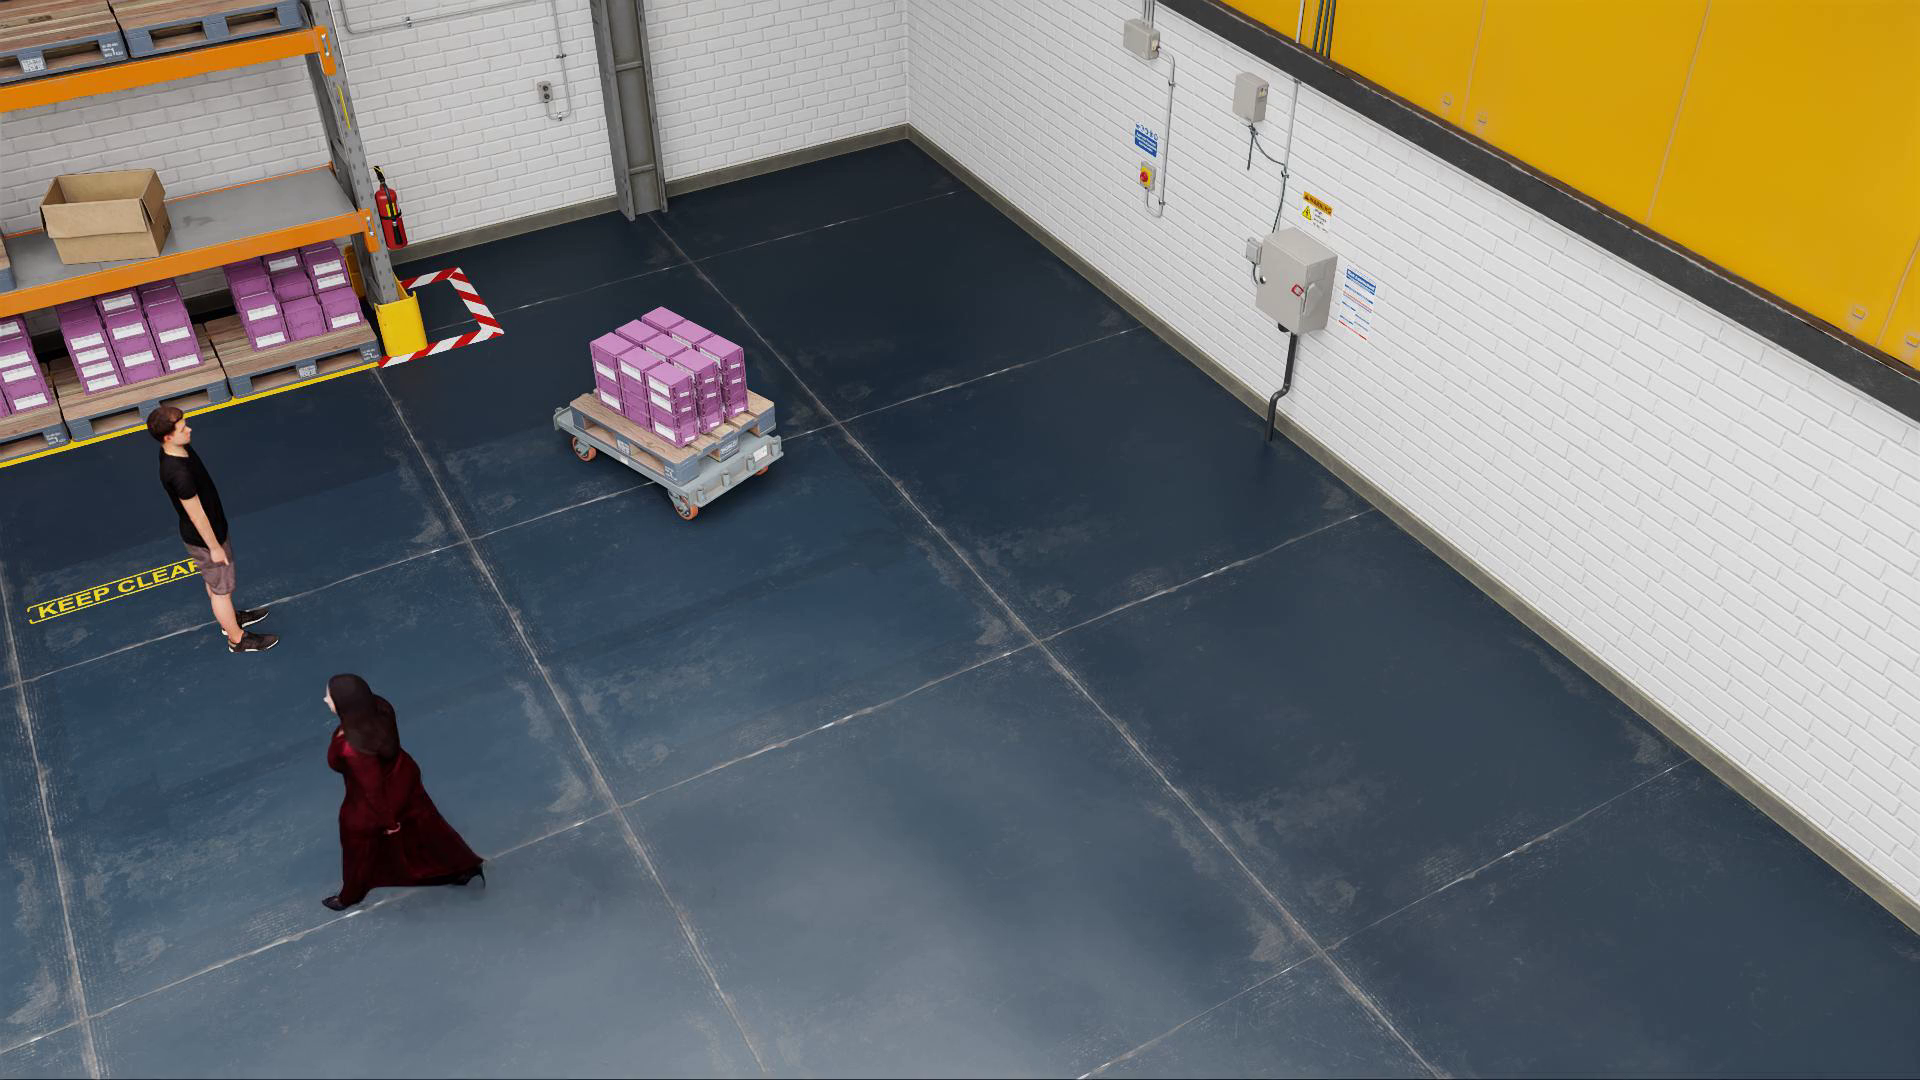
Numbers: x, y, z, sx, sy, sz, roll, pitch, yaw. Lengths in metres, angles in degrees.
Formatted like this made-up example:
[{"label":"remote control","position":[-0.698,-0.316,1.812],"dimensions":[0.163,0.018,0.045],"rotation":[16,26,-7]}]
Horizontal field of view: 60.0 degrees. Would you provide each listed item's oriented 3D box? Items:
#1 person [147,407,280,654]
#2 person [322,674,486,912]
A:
[{"label":"person","position":[-4.863,-0.076,10.685],"dimensions":[0.570,1.862,0.683],"rotation":[-18,42,-21]},{"label":"person","position":[-3.014,1.374,8.998],"dimensions":[1.240,1.702,1.012],"rotation":[-1,39,-2]}]
